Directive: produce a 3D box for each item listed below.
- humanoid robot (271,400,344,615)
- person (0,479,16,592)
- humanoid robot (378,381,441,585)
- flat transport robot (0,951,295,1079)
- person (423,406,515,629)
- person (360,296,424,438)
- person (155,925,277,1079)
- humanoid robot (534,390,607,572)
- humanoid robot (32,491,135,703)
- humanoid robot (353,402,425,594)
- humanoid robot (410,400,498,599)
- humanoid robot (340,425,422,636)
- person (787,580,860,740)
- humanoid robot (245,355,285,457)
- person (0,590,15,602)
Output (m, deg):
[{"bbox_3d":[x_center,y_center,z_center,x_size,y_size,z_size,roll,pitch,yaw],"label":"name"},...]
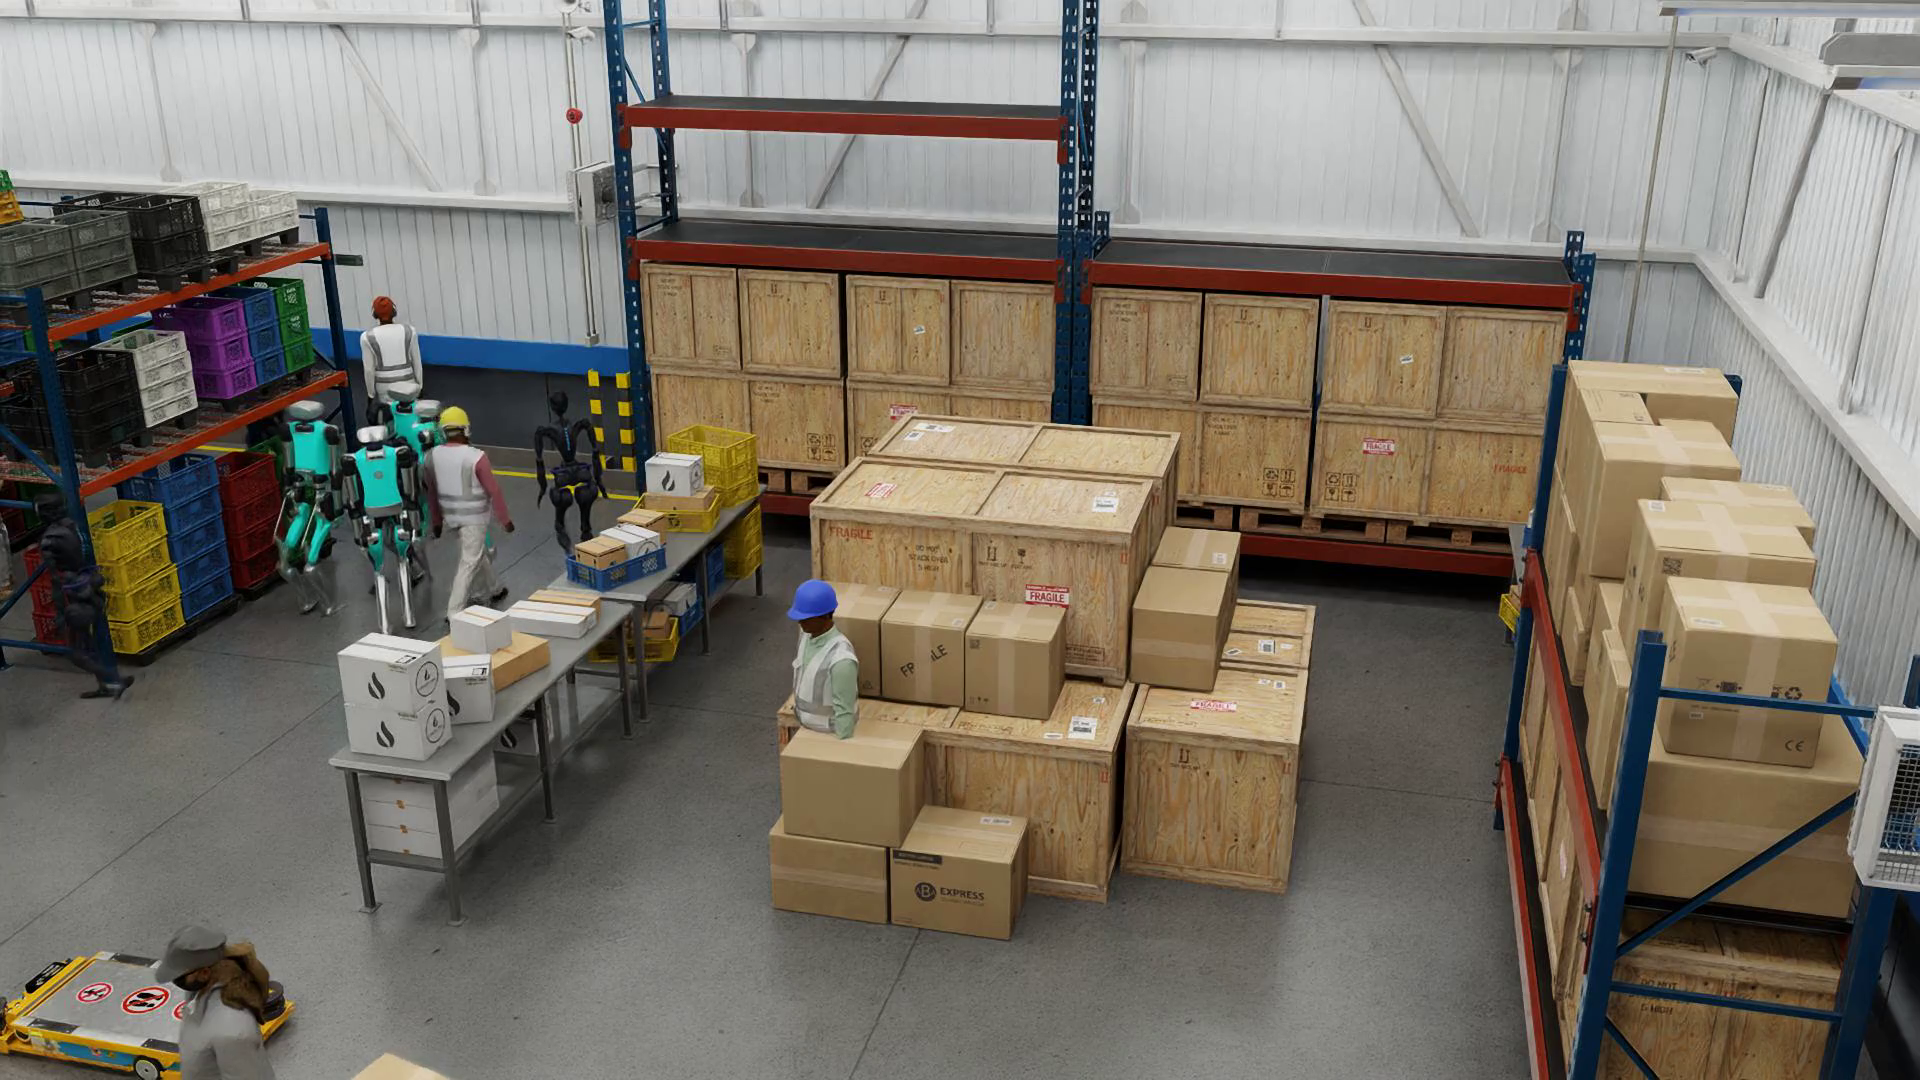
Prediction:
[{"bbox_3d":[-5.340,-0.201,13.521,0.540,1.769,0.765,4,21,10],"label":"humanoid robot"},{"bbox_3d":[-8.243,-0.413,13.925,0.429,1.844,0.626,-8,22,-20],"label":"person"},{"bbox_3d":[-4.694,-0.383,14.104,0.539,1.881,0.649,4,21,11],"label":"humanoid robot"},{"bbox_3d":[-4.270,2.464,8.601,1.431,0.231,0.659,5,22,13],"label":"flat transport robot"},{"bbox_3d":[-3.984,-0.180,13.414,0.641,1.778,0.937,9,23,23],"label":"person"},{"bbox_3d":[-5.699,-1.530,16.785,0.572,1.886,0.360,-12,24,-28],"label":"person"},{"bbox_3d":[-2.969,2.326,6.854,0.394,1.769,0.564,-12,24,-29],"label":"person"},{"bbox_3d":[-3.348,-0.485,14.330,0.602,1.640,0.369,-10,23,-23],"label":"humanoid robot"},{"bbox_3d":[-6.300,0.402,12.028,0.477,1.630,0.588,-2,21,-6],"label":"humanoid robot"},{"bbox_3d":[-4.785,-0.346,13.972,0.603,1.656,0.332,3,21,7],"label":"humanoid robot"},{"bbox_3d":[-4.107,-0.297,13.783,0.725,1.797,0.532,-6,22,-16],"label":"humanoid robot"},{"bbox_3d":[-4.569,-0.113,13.222,0.541,1.769,0.675,-8,22,-20],"label":"humanoid robot"},{"bbox_3d":[-0.794,1.128,9.773,0.411,1.932,0.602,-10,23,-25],"label":"person"},{"bbox_3d":[-6.661,-1.086,15.961,0.756,1.624,0.610,3,21,8],"label":"humanoid robot"},{"bbox_3d":[-8.145,-0.382,13.618,0.532,2.012,0.687,-10,23,-25],"label":"person"}]
